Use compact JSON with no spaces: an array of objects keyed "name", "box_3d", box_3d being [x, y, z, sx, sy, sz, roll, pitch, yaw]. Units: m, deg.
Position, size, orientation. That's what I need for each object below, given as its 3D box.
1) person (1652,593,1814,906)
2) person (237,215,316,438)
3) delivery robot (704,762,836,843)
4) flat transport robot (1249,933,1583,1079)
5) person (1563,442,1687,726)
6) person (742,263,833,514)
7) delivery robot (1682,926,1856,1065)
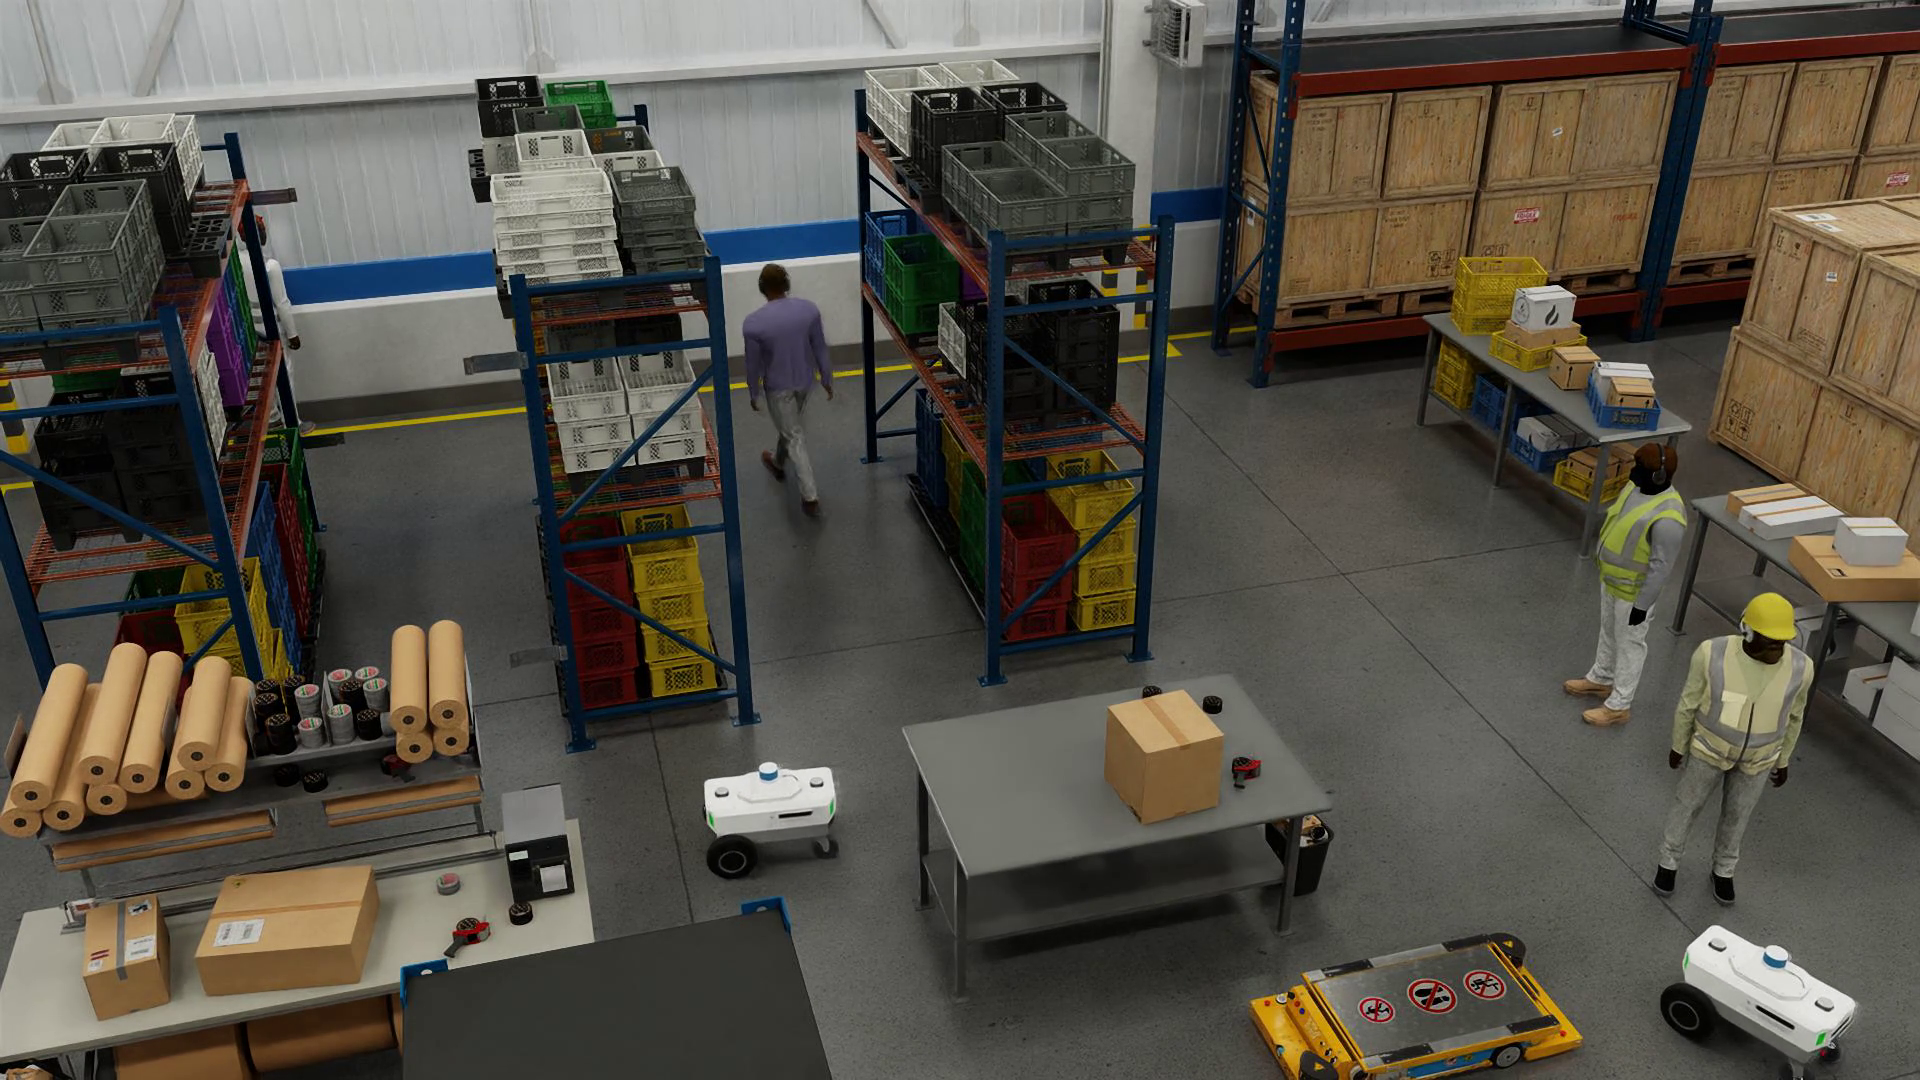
[{"name":"person","box_3d":[3.977,1.075,8.563,0.600,1.833,0.404,7,30,13]},{"name":"person","box_3d":[-5.677,-1.749,13.669,0.575,1.876,0.340,16,33,27]},{"name":"delivery robot","box_3d":[-1.037,1.442,9.123,0.707,0.478,0.477,-5,29,-9]},{"name":"flat transport robot","box_3d":[2.184,2.282,7.980,1.431,0.197,0.652,-8,30,-14]},{"name":"person","box_3d":[4.037,0.255,10.051,0.429,1.844,0.626,0,29,0]},{"name":"person","box_3d":[-1.302,-1.176,12.620,0.647,1.882,1.053,-19,34,-30]},{"name":"delivery robot","box_3d":[3.810,2.133,7.865,0.477,0.478,0.707,-22,36,-35]}]
